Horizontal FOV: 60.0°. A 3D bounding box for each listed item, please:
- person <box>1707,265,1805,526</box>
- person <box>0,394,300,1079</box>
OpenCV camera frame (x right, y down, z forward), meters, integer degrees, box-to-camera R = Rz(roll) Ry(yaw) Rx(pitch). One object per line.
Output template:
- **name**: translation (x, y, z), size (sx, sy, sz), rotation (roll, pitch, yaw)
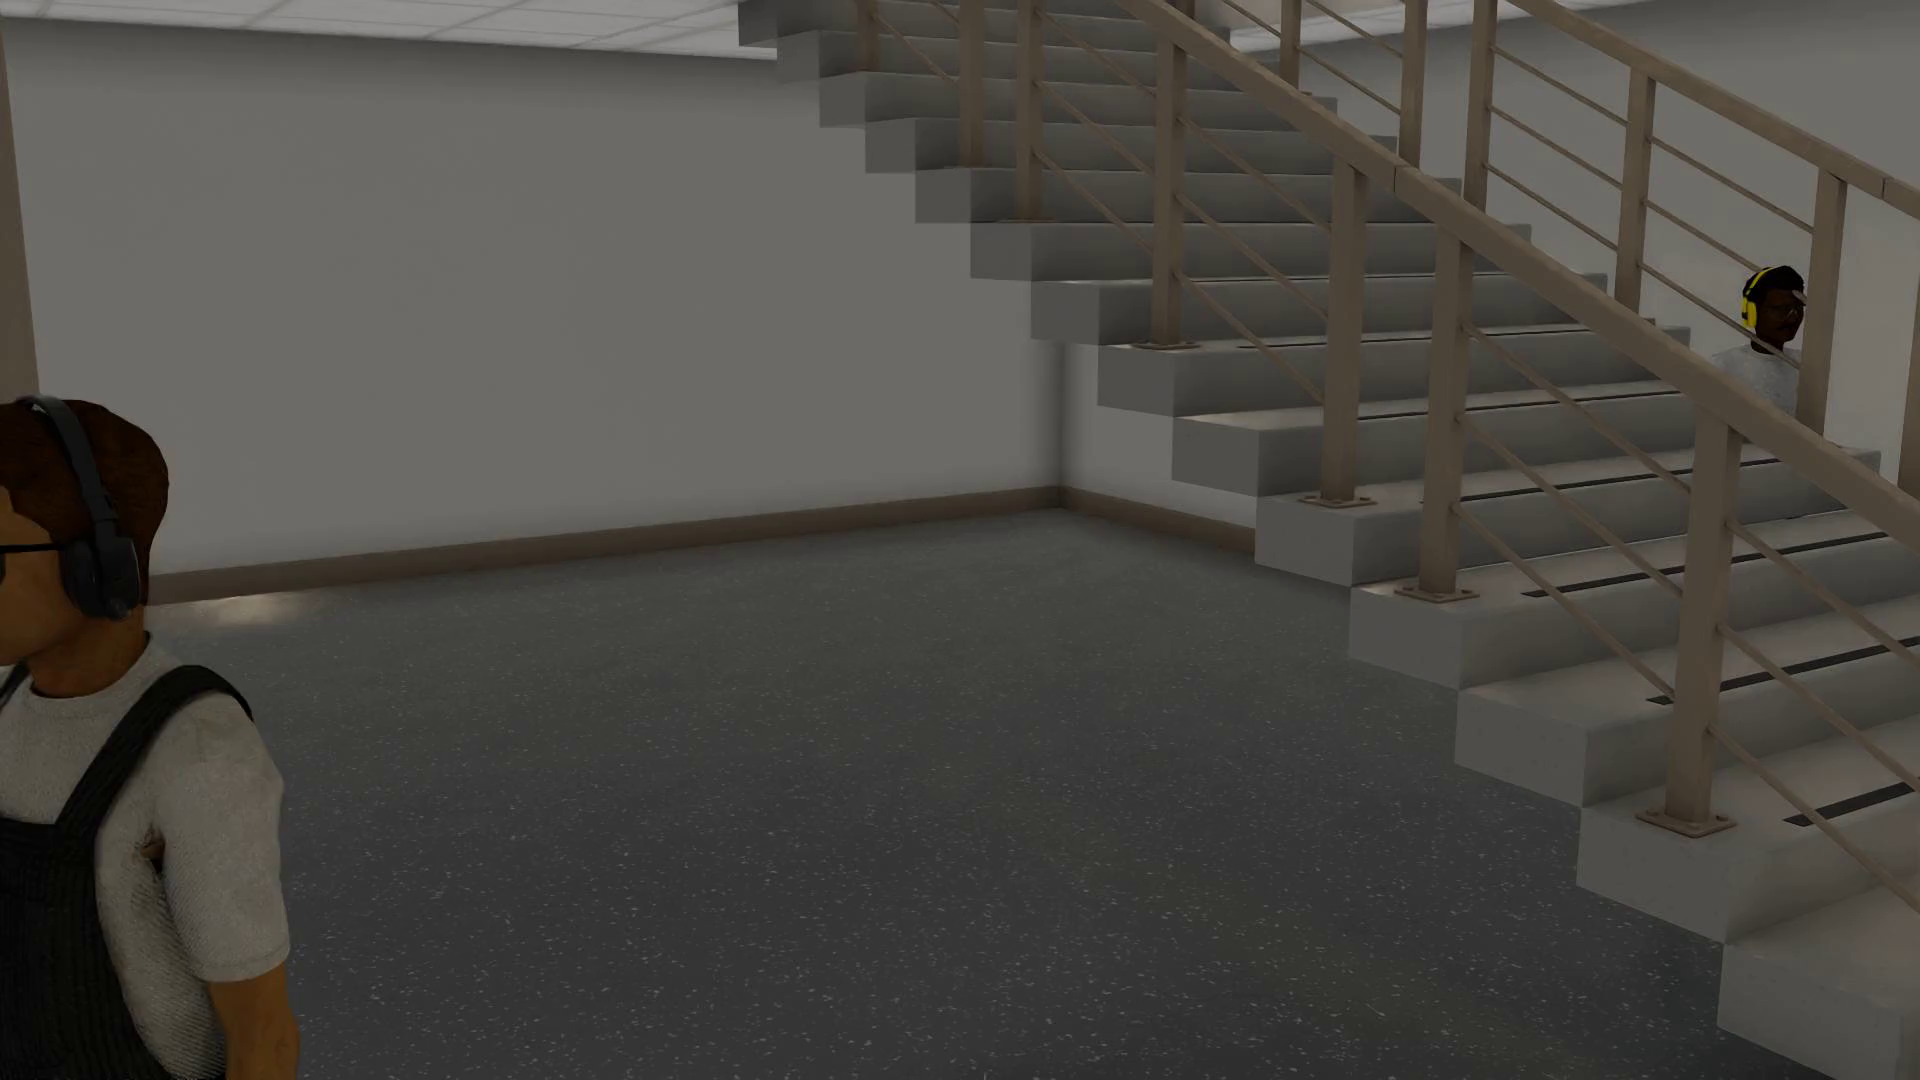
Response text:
- **person**: translation (3.006, -0.099, 6.316), size (0.533, 1.868, 0.310), rotation (-4, 11, -18)
- **person**: translation (-0.958, 0.762, 1.886), size (0.520, 1.846, 0.378), rotation (7, 13, 34)
